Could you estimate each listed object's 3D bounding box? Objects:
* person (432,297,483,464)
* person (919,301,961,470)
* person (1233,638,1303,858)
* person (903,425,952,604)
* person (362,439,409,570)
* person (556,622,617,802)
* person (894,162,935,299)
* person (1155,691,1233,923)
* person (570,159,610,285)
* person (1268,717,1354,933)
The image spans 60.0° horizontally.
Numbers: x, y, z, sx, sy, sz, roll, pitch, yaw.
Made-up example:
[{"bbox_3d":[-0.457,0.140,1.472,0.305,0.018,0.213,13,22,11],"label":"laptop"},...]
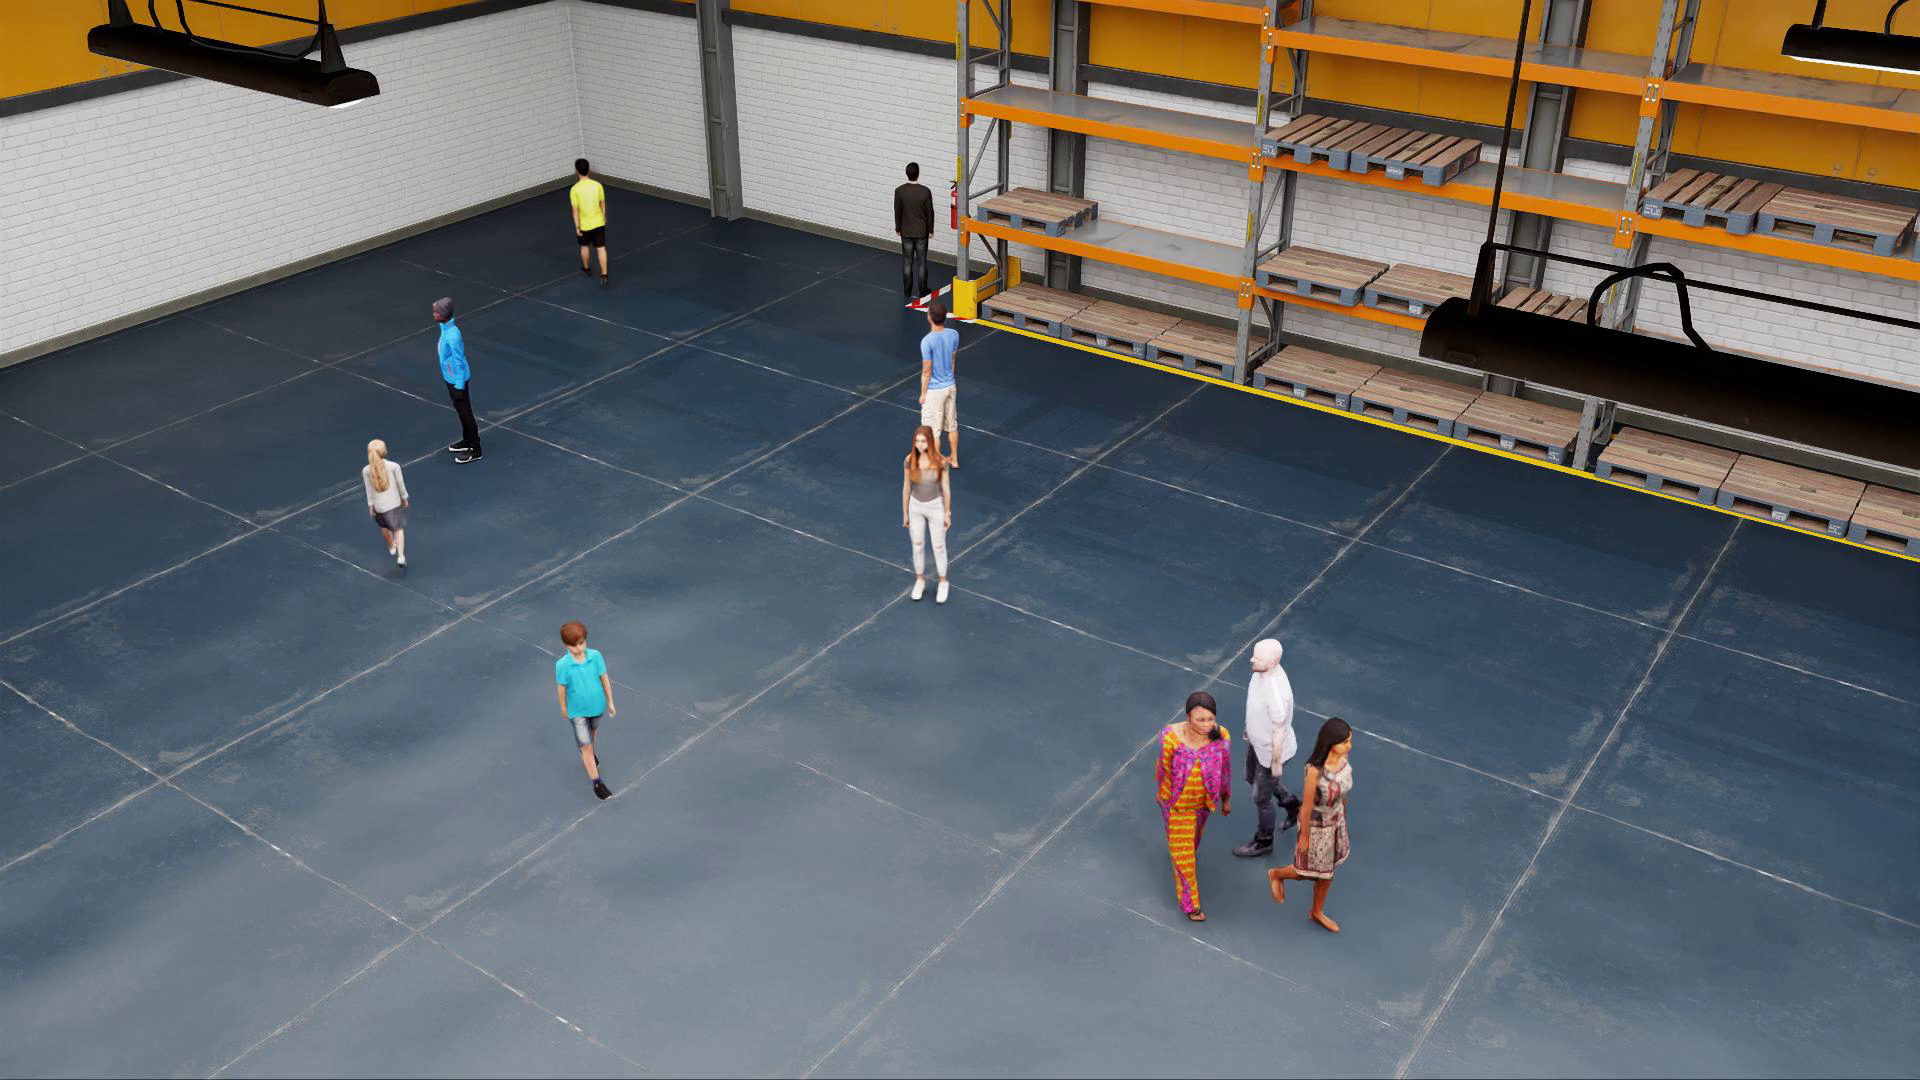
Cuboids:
[{"bbox_3d":[-5.294,-1.699,17.534,0.750,1.794,0.622,-14,32,-24],"label":"person"},{"bbox_3d":[-0.214,-1.571,17.228,0.692,1.862,0.616,-25,37,-37],"label":"person"},{"bbox_3d":[2.257,1.454,11.732,0.996,1.814,0.916,1,29,1],"label":"person"},{"bbox_3d":[-0.288,-0.254,14.965,0.585,1.717,0.721,5,29,8],"label":"person"},{"bbox_3d":[-5.364,-0.327,15.578,0.832,1.259,0.932,-7,29,-13],"label":"person"},{"bbox_3d":[-2.855,1.214,12.600,0.740,1.405,1.037,-19,34,-30],"label":"person"},{"bbox_3d":[-0.598,-4.086,21.898,0.661,1.805,0.810,4,29,6],"label":"person"},{"bbox_3d":[1.586,1.693,11.444,1.175,1.672,1.223,-4,29,-8],"label":"person"},{"bbox_3d":[-4.920,-4.233,22.307,1.027,1.672,1.187,-10,30,-18],"label":"person"},{"bbox_3d":[2.362,1.874,11.150,0.755,1.635,0.866,-24,36,-36],"label":"person"}]
